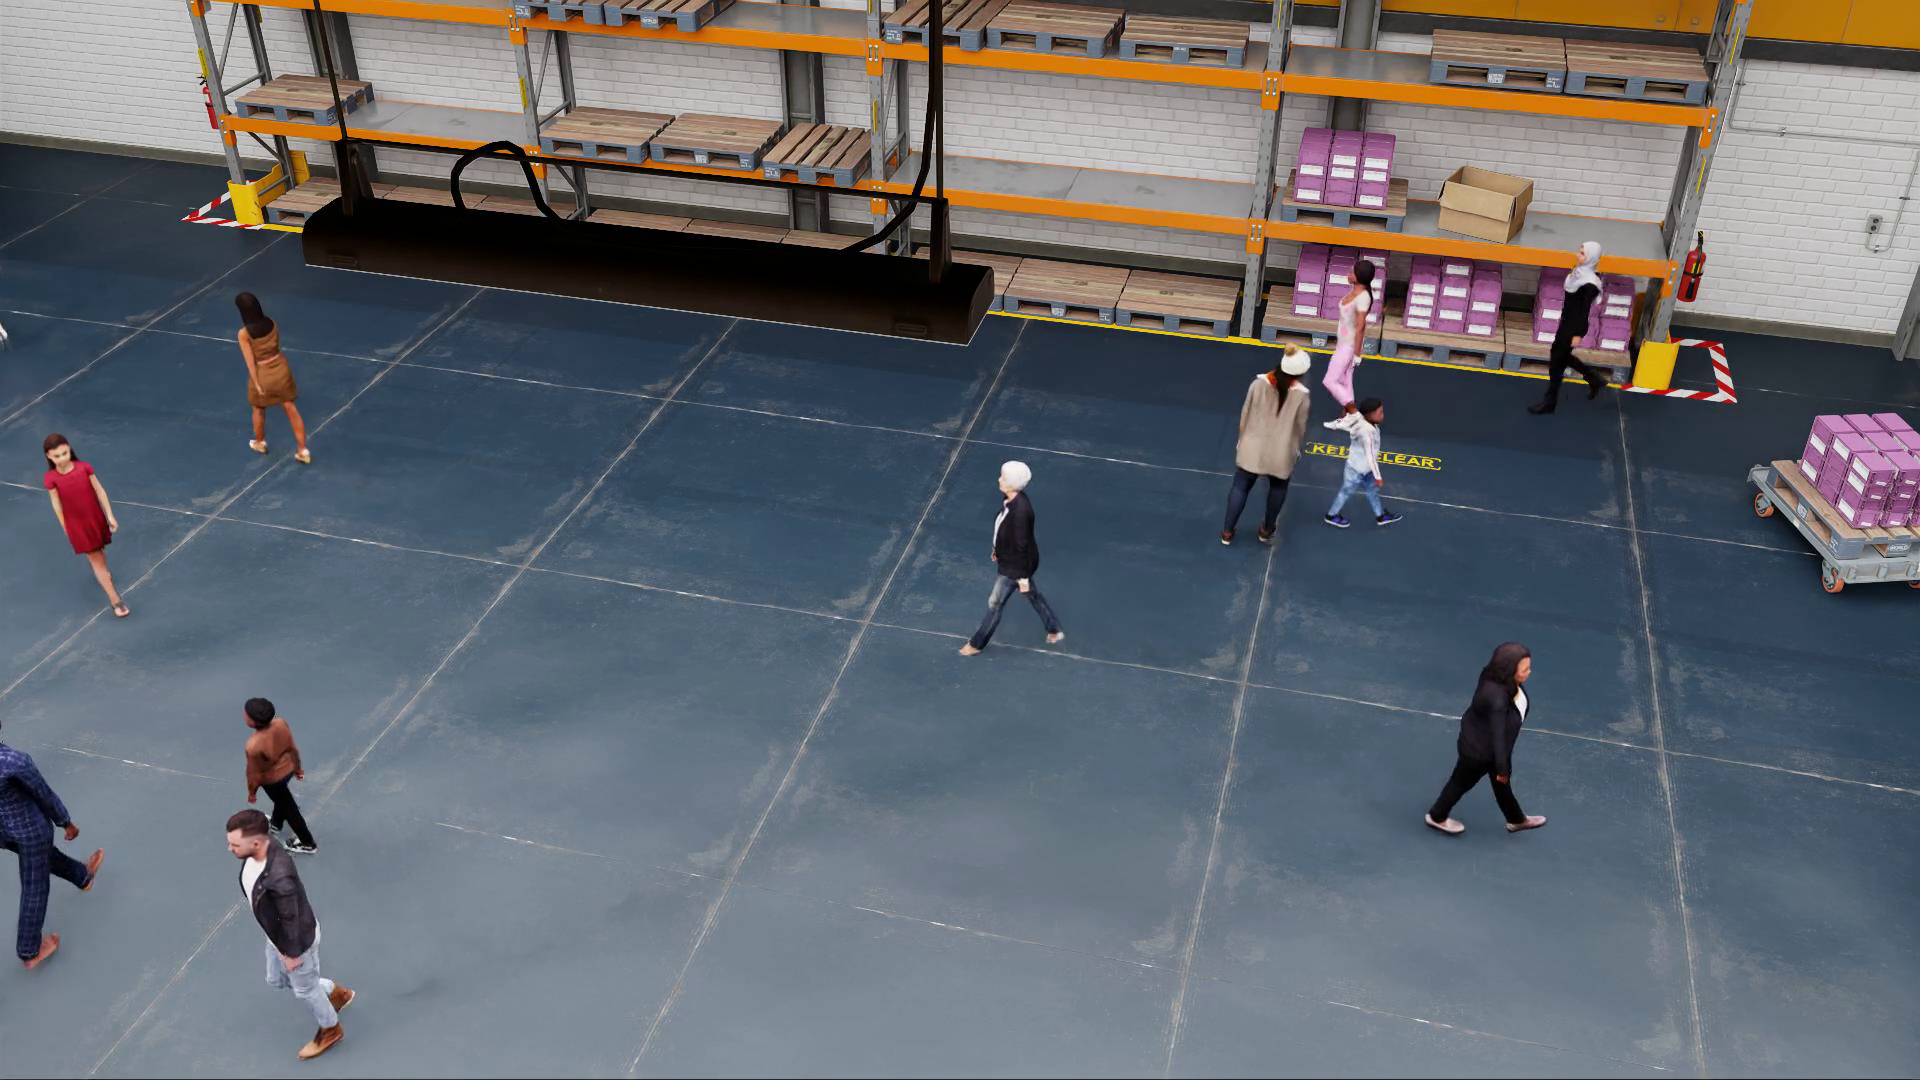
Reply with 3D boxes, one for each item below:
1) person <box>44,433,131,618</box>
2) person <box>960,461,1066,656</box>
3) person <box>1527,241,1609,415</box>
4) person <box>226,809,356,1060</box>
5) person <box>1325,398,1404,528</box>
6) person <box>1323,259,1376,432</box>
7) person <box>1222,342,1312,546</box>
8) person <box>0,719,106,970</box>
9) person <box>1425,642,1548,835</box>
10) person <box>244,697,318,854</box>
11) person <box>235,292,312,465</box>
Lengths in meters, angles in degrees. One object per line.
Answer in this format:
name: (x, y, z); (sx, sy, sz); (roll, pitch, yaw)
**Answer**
person: (-6.944, -0.198, 13.169); (1.138, 1.517, 0.876); (28, 43, 35)
person: (0.493, 0.216, 12.598); (1.216, 1.734, 0.974); (-1, 34, -1)
person: (5.831, -1.974, 15.620); (1.007, 1.761, 0.739); (2, 34, 2)
person: (-3.671, 2.167, 9.334); (0.879, 1.823, 0.790); (-25, 41, -32)
person: (3.334, -0.634, 14.086); (0.855, 1.226, 0.495); (10, 35, 14)
person: (3.679, -1.769, 15.341); (0.652, 1.728, 0.599); (5, 34, 8)
person: (2.538, -0.750, 13.684); (0.697, 1.866, 0.854); (7, 34, 11)
person: (-5.664, 1.788, 9.957); (1.120, 1.764, 0.804); (6, 34, 9)
person: (3.333, 1.315, 10.833); (1.008, 1.582, 0.713); (11, 35, 16)
person: (-4.386, 1.546, 10.794); (0.732, 1.240, 0.521); (8, 35, 12)
person: (-6.095, -1.411, 14.865); (0.967, 1.659, 0.739); (20, 39, 28)
